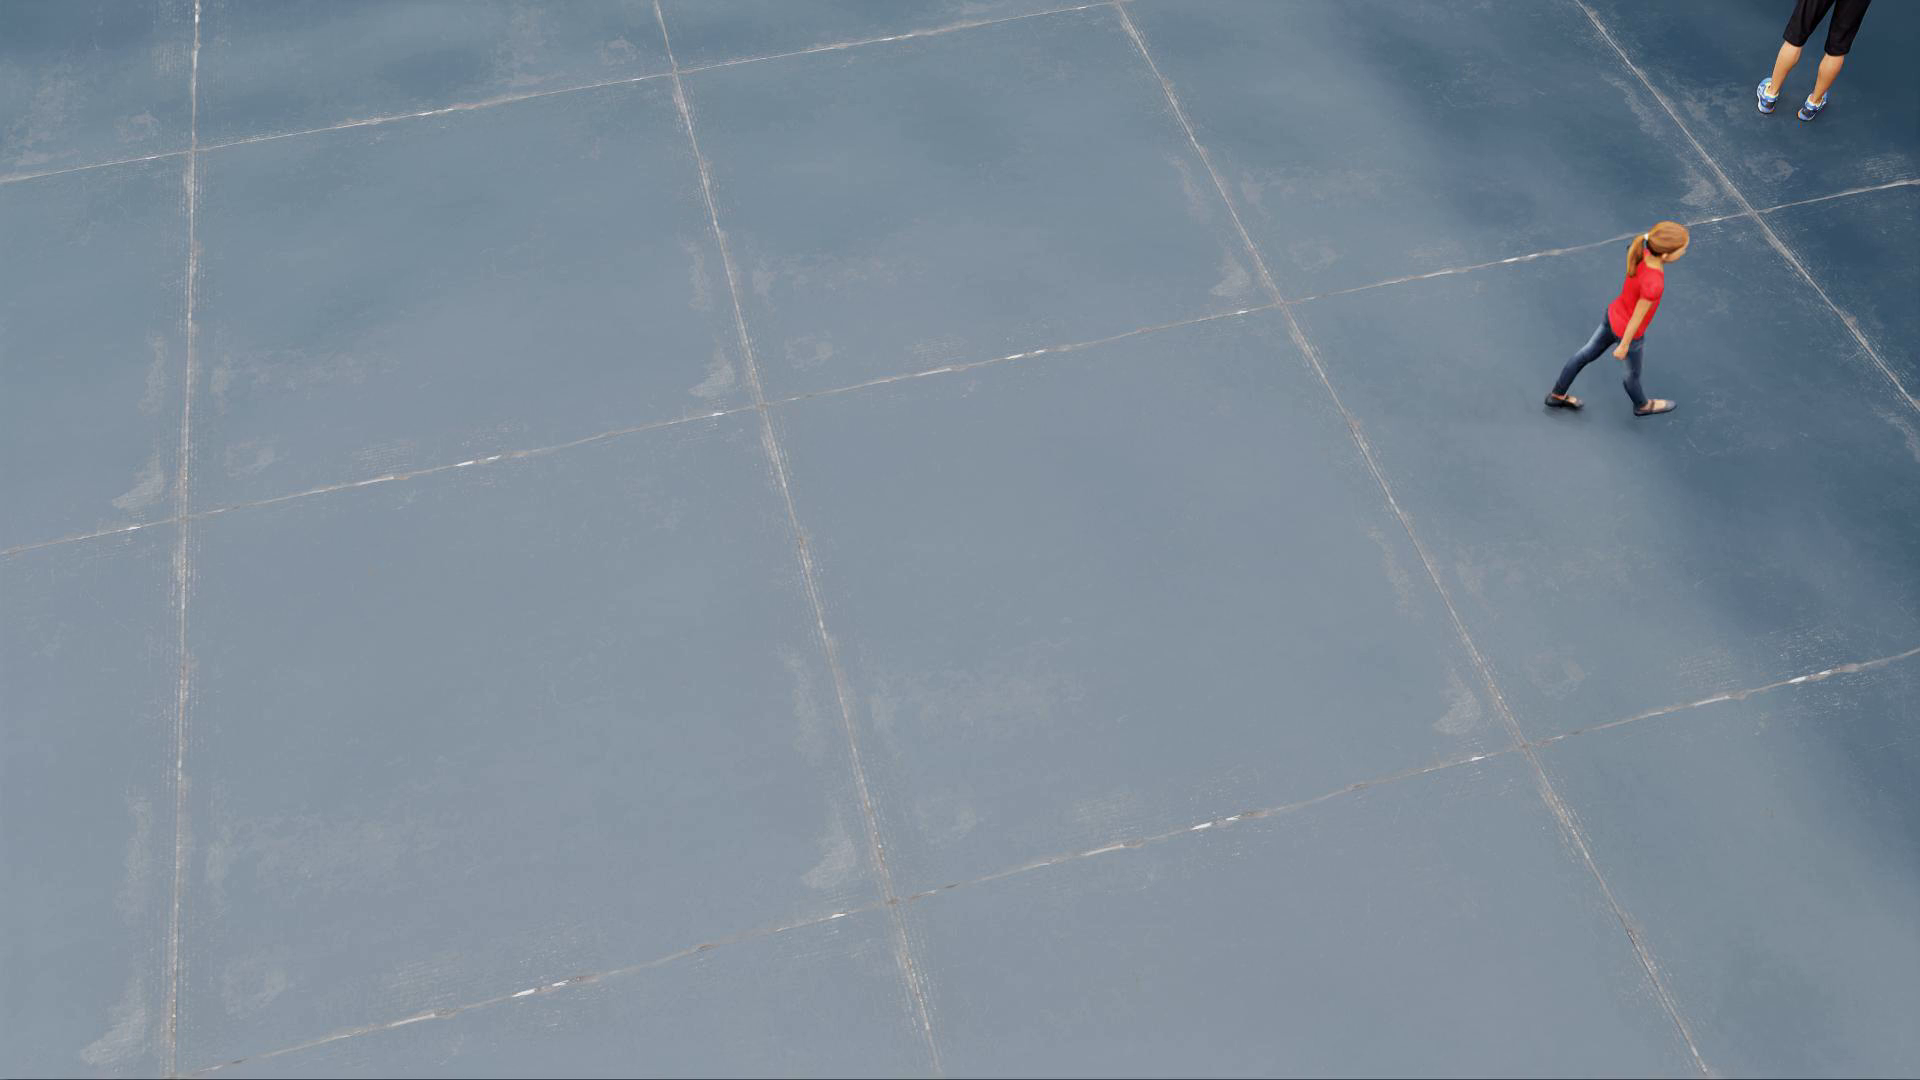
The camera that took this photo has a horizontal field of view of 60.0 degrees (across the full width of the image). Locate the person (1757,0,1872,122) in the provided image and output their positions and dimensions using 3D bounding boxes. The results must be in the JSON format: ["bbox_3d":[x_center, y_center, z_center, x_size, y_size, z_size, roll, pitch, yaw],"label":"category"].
[{"bbox_3d":[5.221,-3.326,9.794,0.702,1.866,0.749,20,55,15],"label":"person"}]

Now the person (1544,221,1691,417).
[{"bbox_3d":[3.306,-1.099,8.438,0.747,1.284,0.871,4,52,3],"label":"person"}]
